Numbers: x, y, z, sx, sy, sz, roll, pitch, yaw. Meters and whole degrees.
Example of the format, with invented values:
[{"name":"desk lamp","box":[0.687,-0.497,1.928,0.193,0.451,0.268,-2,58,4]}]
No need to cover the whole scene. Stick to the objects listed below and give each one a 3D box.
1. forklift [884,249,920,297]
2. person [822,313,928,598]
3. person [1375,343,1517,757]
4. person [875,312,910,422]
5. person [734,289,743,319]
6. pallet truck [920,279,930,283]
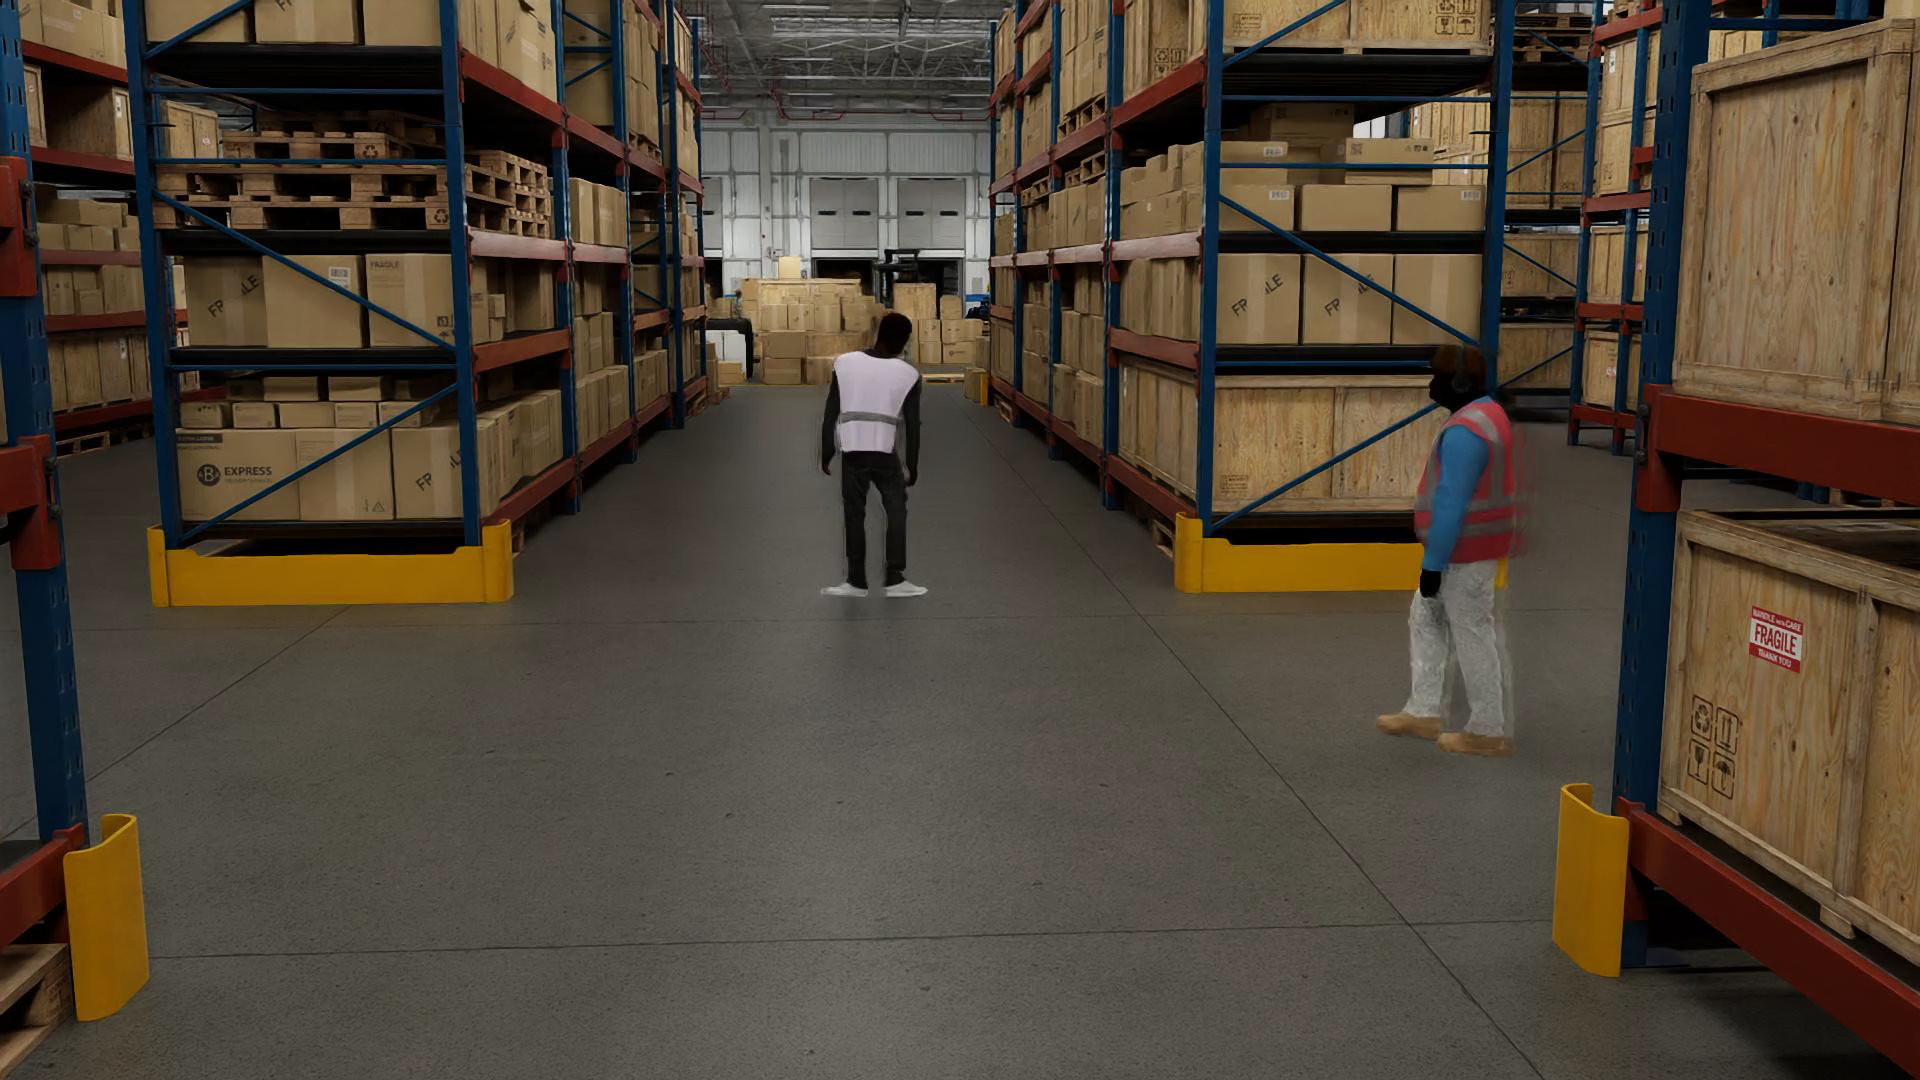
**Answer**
[{"name":"forklift","box":[-1.572,-6.537,45.376,1.129,2.768,1.873,3,9,16]},{"name":"person","box":[-0.578,-0.537,10.887,0.687,1.875,0.375,0,9,-1]},{"name":"person","box":[2.116,0.046,7.357,0.736,1.815,0.661,4,10,25]},{"name":"person","box":[-0.949,-2.445,23.677,0.515,1.605,0.827,1,9,5]},{"name":"person","box":[-7.603,-7.873,57.678,0.408,1.623,0.585,-8,12,-42]},{"name":"pallet truck","box":[-0.932,-8.922,63.114,1.885,1.965,0.823,2,9,13]}]
